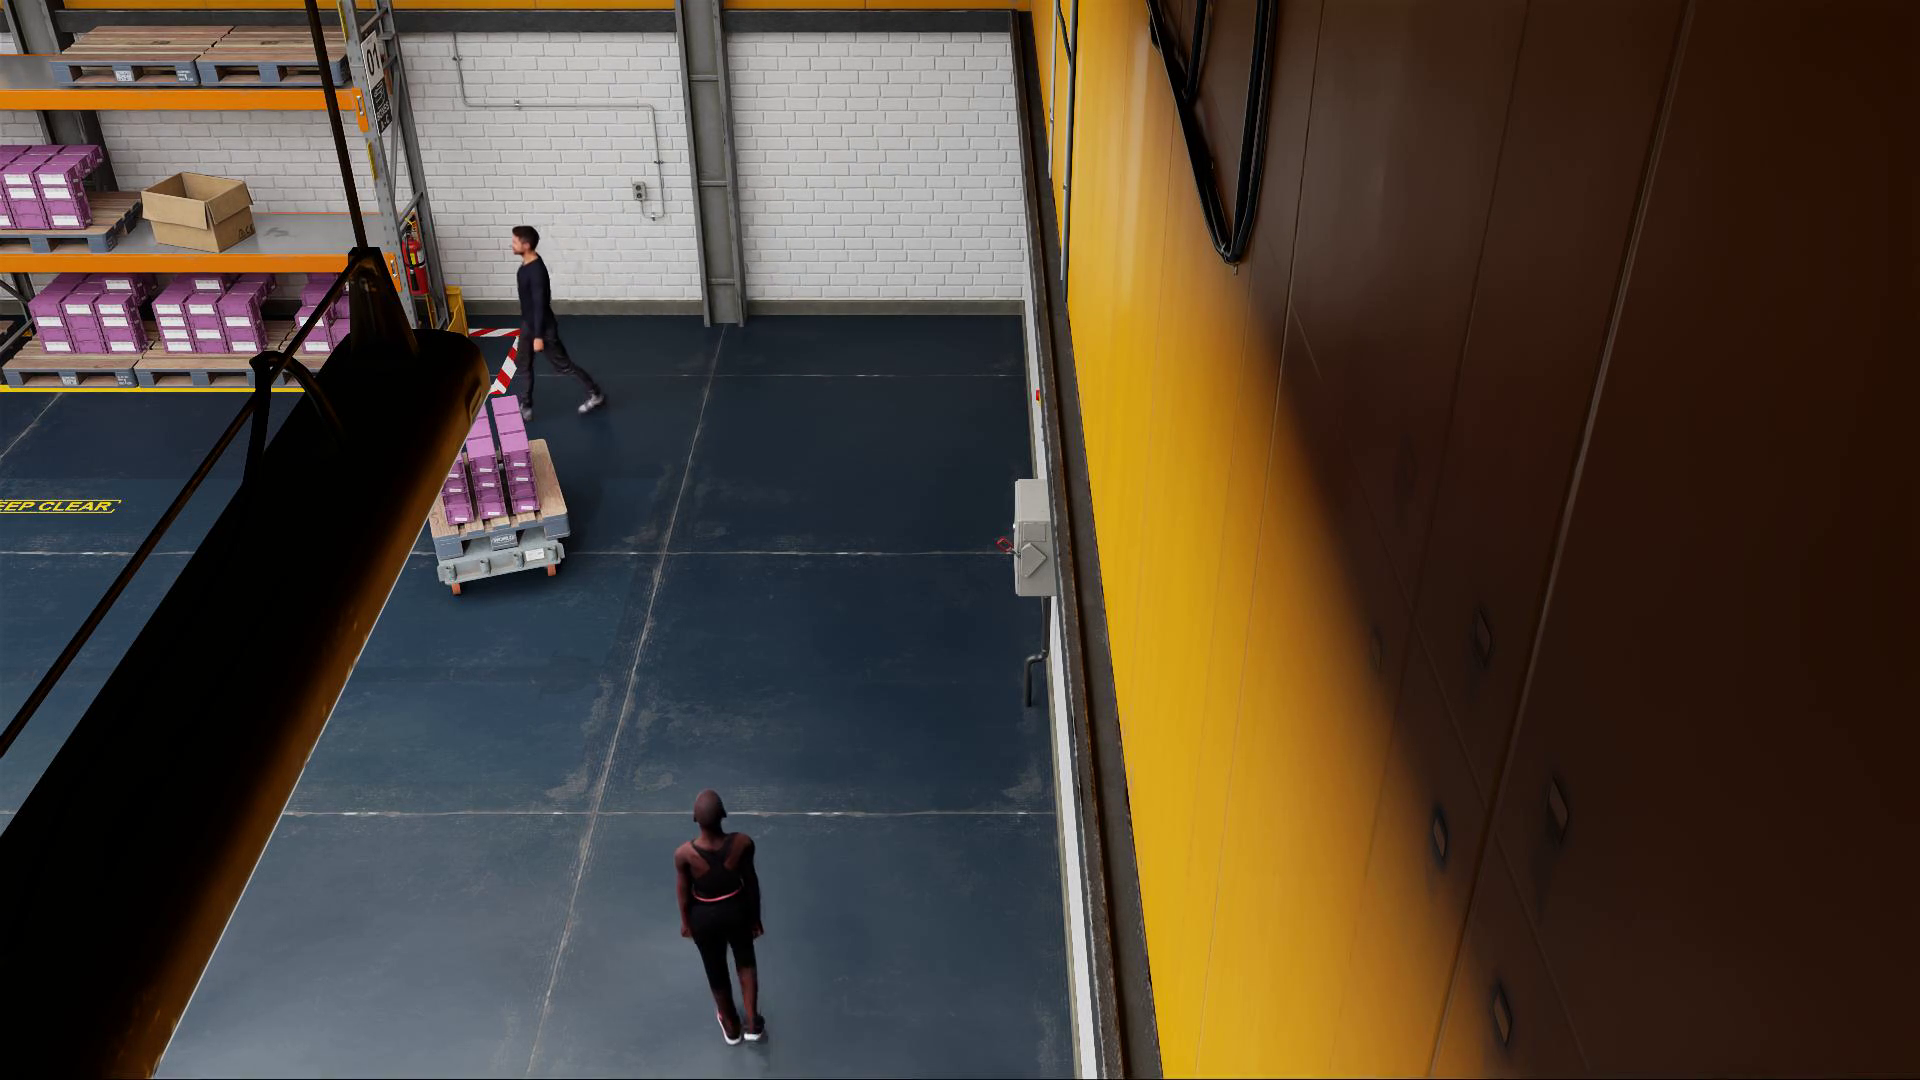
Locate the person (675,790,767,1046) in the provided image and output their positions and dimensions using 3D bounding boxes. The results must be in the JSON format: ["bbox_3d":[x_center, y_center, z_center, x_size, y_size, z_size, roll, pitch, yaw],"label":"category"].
[{"bbox_3d":[-1.241,2.057,8.709,0.695,1.749,0.743,-10,35,-15],"label":"person"}]

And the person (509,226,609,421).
[{"bbox_3d":[-3.566,-1.864,14.535,1.289,1.829,0.984,-14,36,-20],"label":"person"}]
